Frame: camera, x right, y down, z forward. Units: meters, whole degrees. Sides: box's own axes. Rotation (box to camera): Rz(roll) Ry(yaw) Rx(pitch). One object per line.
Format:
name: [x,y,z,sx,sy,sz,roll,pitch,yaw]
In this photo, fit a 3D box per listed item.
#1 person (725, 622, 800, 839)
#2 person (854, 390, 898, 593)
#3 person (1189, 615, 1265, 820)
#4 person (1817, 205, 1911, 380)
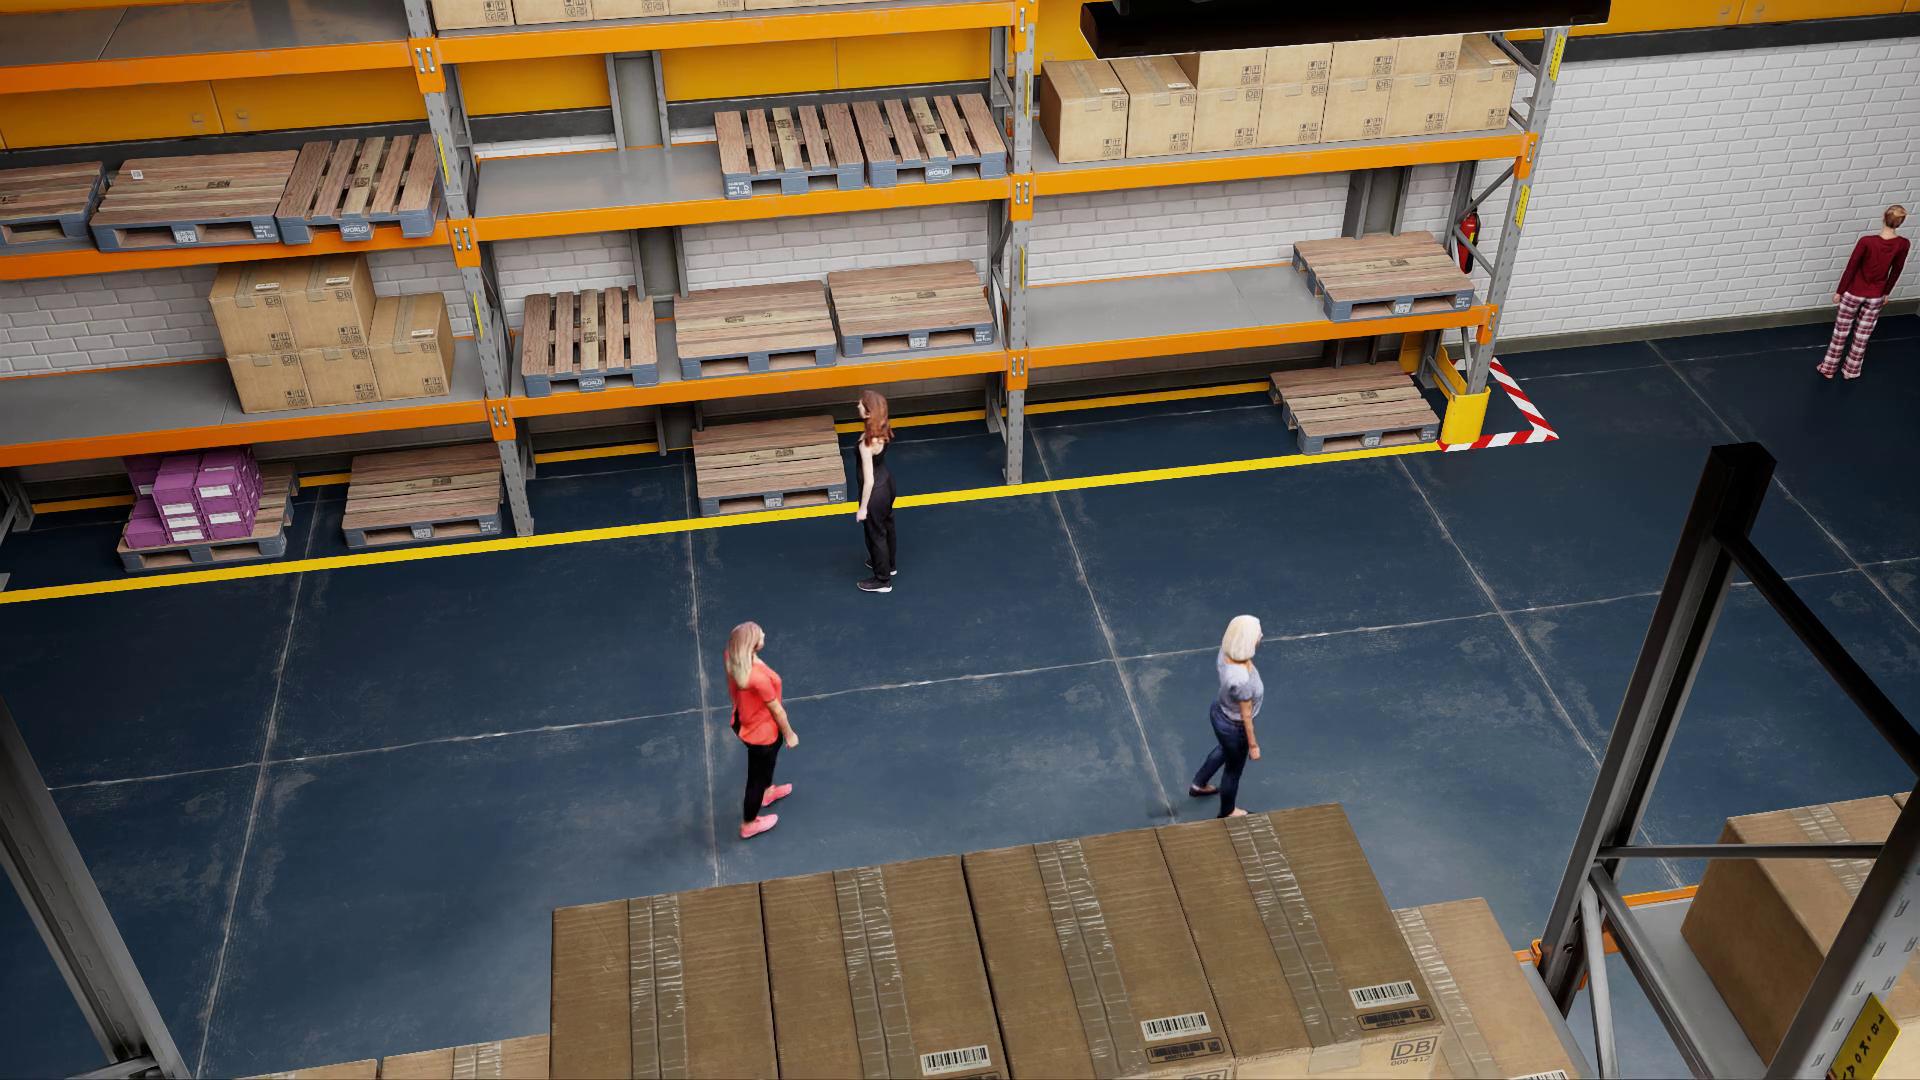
person: [-1.355,1.223,10.409,0.817,1.673,0.743,-21,43,-24]
person: [-0.613,-0.369,12.343,0.648,1.748,0.653,8,39,10]
person: [1.664,1.146,10.469,0.656,1.719,0.612,-3,39,-3]
person: [7.978,-2.191,14.664,0.553,1.700,0.738,4,39,6]
